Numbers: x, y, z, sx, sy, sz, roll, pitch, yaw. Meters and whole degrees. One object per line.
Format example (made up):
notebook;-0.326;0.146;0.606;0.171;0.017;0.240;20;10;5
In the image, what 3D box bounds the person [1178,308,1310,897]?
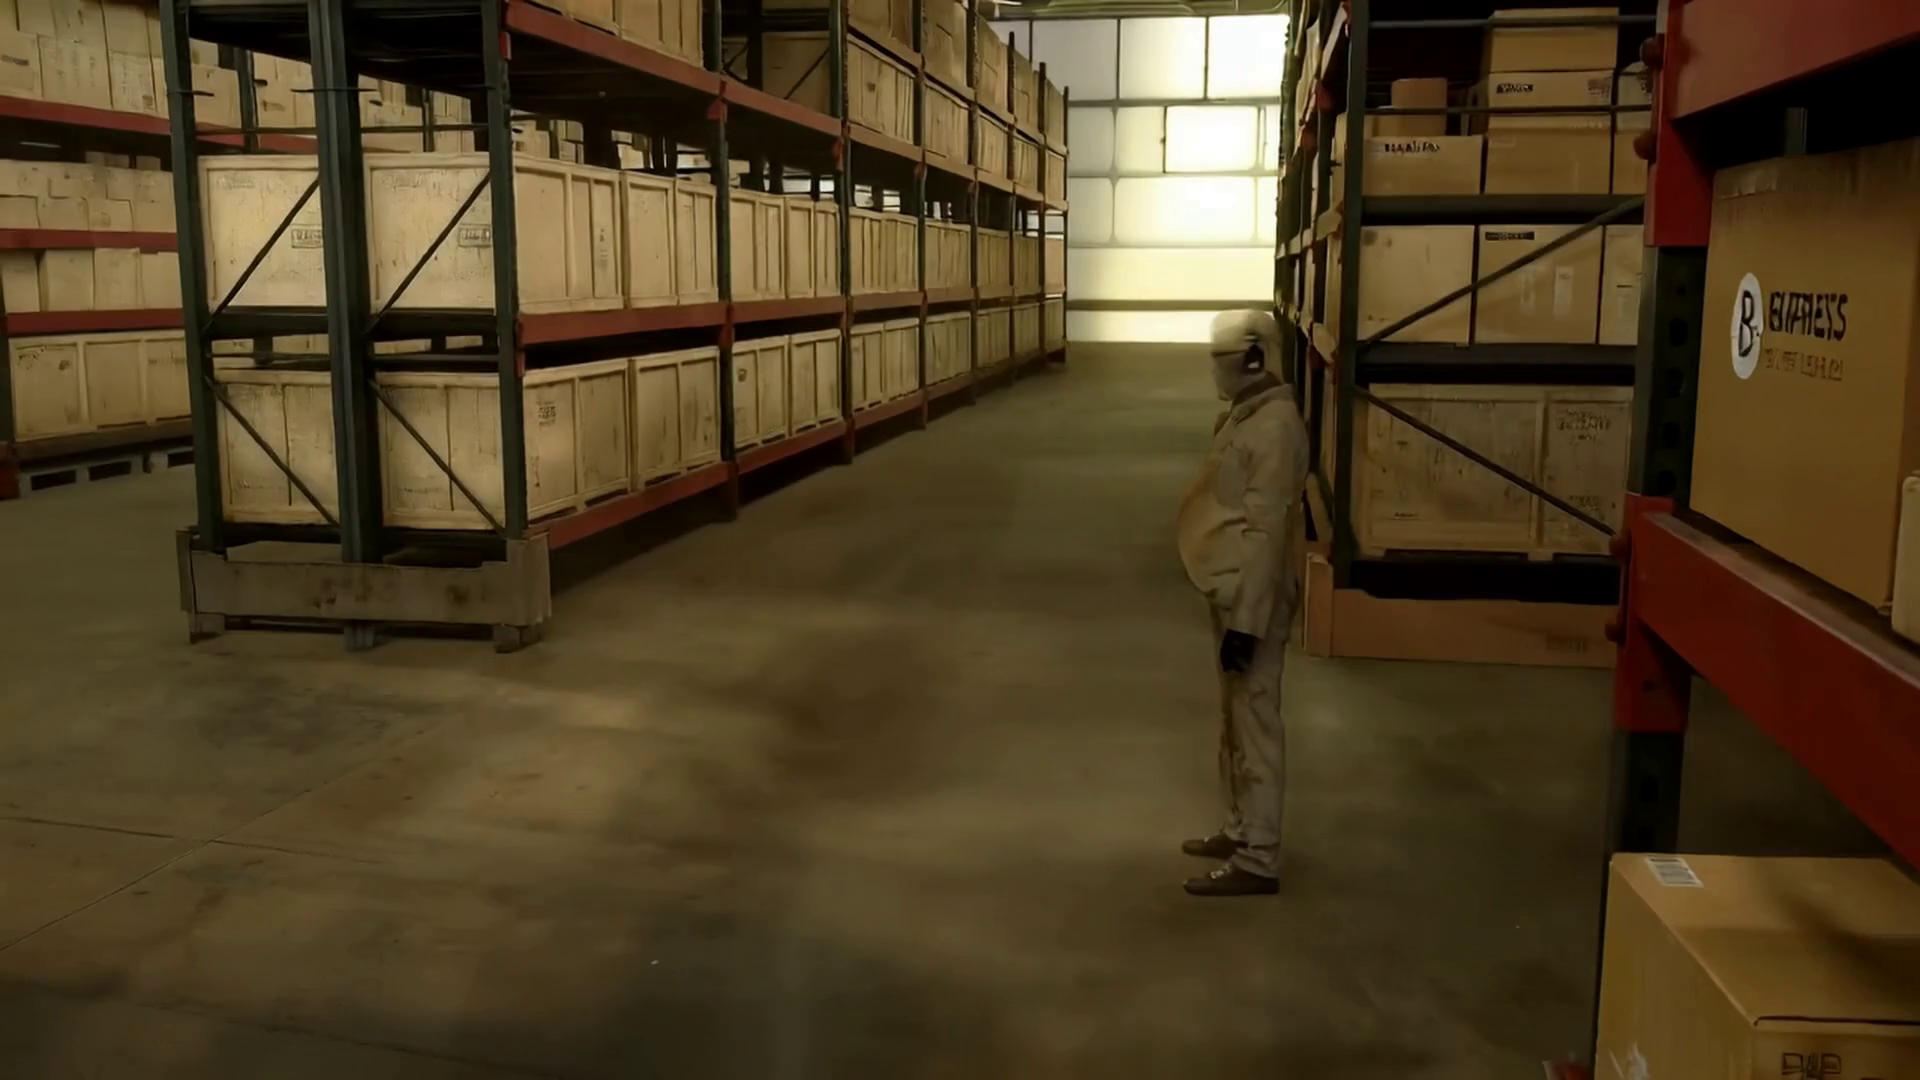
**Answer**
person;0.917;0.201;5.445;0.411;1.910;0.643;1;9;7
